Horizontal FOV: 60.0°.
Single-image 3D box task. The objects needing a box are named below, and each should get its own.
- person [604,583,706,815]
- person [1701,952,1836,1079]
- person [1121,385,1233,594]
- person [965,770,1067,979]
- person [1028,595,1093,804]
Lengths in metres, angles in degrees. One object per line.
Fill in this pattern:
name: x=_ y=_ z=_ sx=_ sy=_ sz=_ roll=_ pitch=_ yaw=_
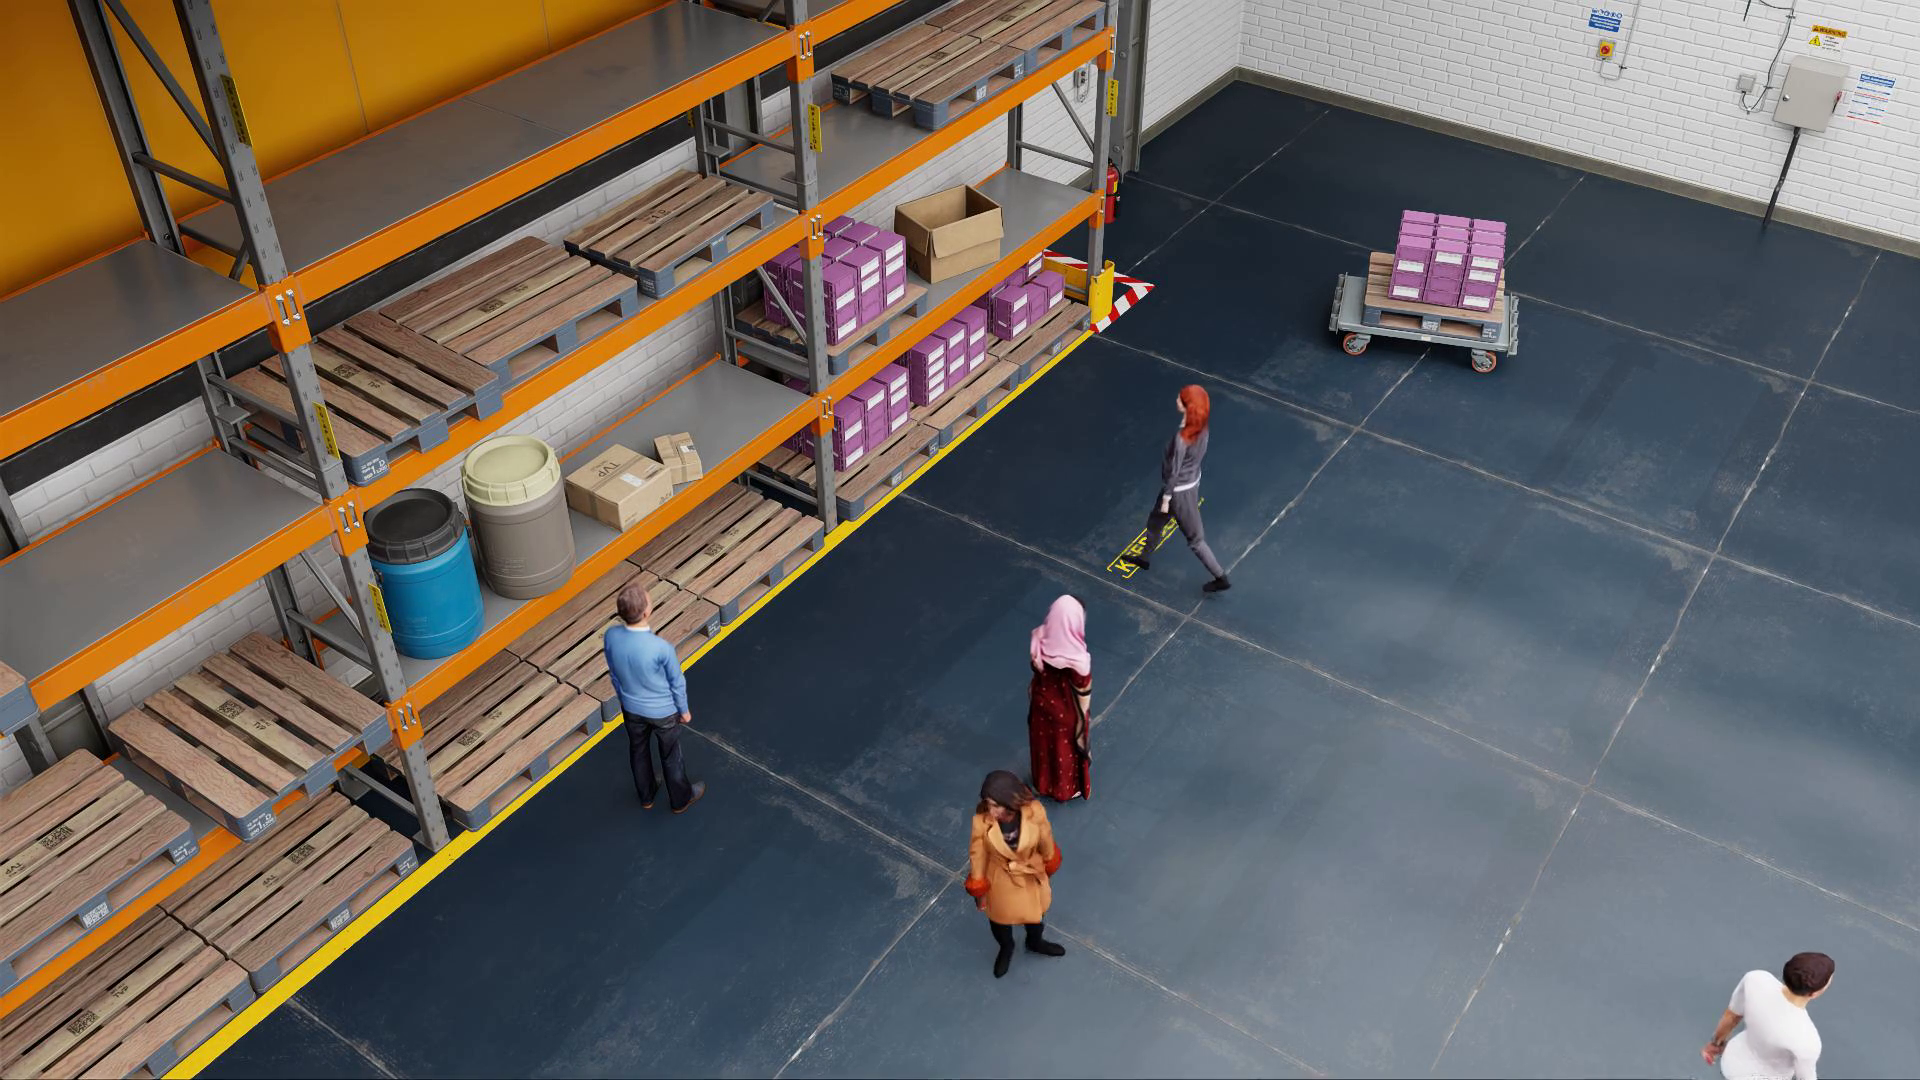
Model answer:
person: x=-1.936 y=0.999 z=10.379 sx=0.714 sy=1.820 sz=0.674 roll=12 pitch=40 yaw=14
person: x=3.877 y=2.676 z=8.267 sx=0.971 sy=1.835 sz=0.911 roll=-6 pitch=39 yaw=-8
person: x=1.685 y=-0.325 z=12.106 sx=0.780 sy=1.735 sz=1.104 roll=16 pitch=41 yaw=19
person: x=0.332 y=1.875 z=9.377 sx=0.836 sy=1.703 sz=0.904 roll=-15 pitch=41 yaw=-18
person: x=0.633 y=1.009 z=10.519 sx=0.668 sy=1.630 sz=0.713 roll=-29 pitch=47 yaw=-31
